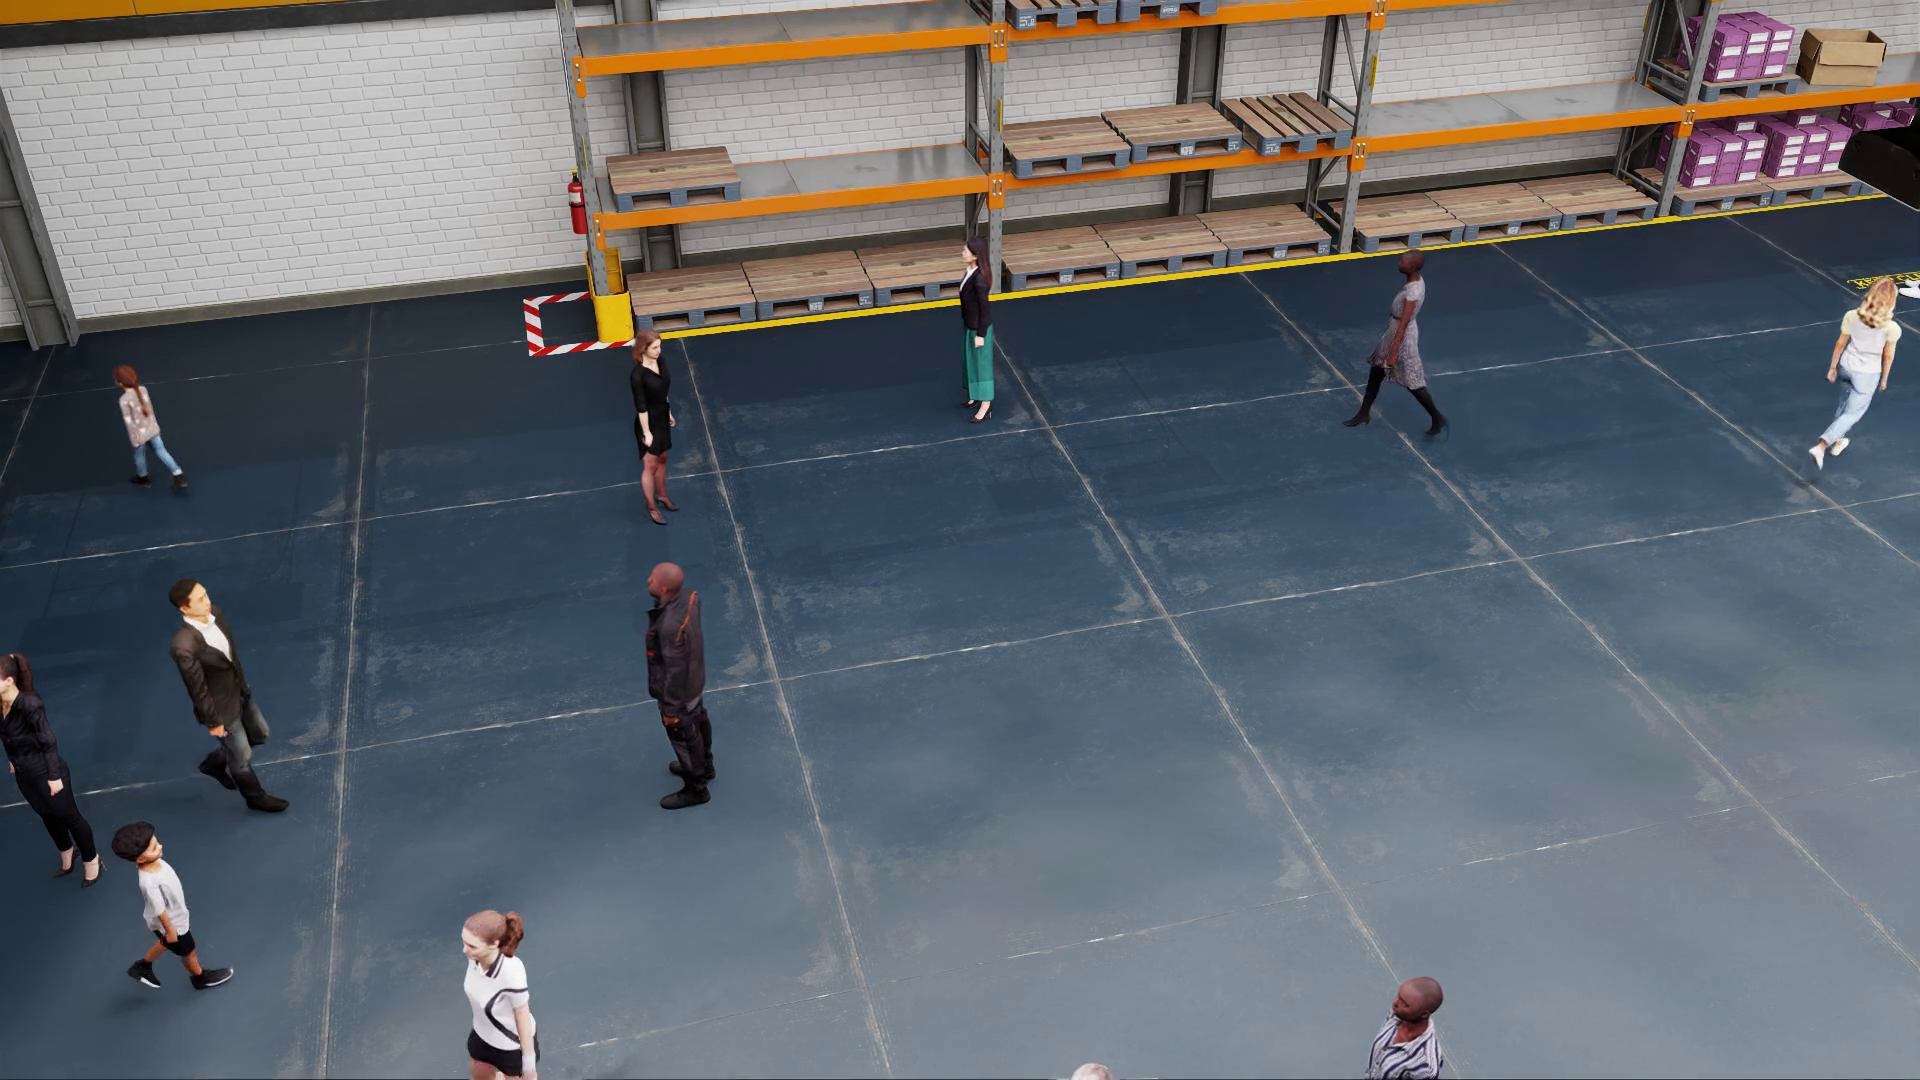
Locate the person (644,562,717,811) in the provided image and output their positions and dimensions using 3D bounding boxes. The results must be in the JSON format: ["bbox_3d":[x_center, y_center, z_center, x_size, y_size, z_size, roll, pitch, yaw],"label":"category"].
[{"bbox_3d":[-1.756,0.897,10.527,0.703,1.825,0.760,2,34,3],"label":"person"}]

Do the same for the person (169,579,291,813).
[{"bbox_3d":[-4.695,0.993,10.411,0.936,1.793,0.837,2,34,4],"label":"person"}]

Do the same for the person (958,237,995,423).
[{"bbox_3d":[0.152,-1.873,14.773,0.537,1.738,0.638,-7,34,-10],"label":"person"}]

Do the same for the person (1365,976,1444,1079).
[{"bbox_3d":[2.053,2.693,7.851,0.557,1.796,0.644,-4,34,-6],"label":"person"}]

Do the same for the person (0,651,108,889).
[{"bbox_3d":[-5.481,1.378,9.906,0.626,1.712,0.698,16,37,22],"label":"person"}]

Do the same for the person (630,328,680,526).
[{"bbox_3d":[-2.473,-0.929,13.382,0.676,1.706,0.657,11,35,16],"label":"person"}]

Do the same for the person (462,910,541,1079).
[{"bbox_3d":[-2.191,2.435,8.285,0.764,1.745,0.837,26,41,33],"label":"person"}]

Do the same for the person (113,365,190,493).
[{"bbox_3d":[-6.746,-0.905,13.823,0.886,1.178,0.786,14,36,20],"label":"person"}]

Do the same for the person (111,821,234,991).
[{"bbox_3d":[-4.488,2.079,9.268,0.773,1.250,0.553,-14,36,-19],"label":"person"}]

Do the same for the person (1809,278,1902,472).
[{"bbox_3d":[7.550,-1.362,14.038,1.159,1.701,0.907,-24,40,-31],"label":"person"}]

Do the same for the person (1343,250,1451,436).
[{"bbox_3d":[3.928,-1.649,14.427,1.239,1.749,1.019,8,35,12],"label":"person"}]
